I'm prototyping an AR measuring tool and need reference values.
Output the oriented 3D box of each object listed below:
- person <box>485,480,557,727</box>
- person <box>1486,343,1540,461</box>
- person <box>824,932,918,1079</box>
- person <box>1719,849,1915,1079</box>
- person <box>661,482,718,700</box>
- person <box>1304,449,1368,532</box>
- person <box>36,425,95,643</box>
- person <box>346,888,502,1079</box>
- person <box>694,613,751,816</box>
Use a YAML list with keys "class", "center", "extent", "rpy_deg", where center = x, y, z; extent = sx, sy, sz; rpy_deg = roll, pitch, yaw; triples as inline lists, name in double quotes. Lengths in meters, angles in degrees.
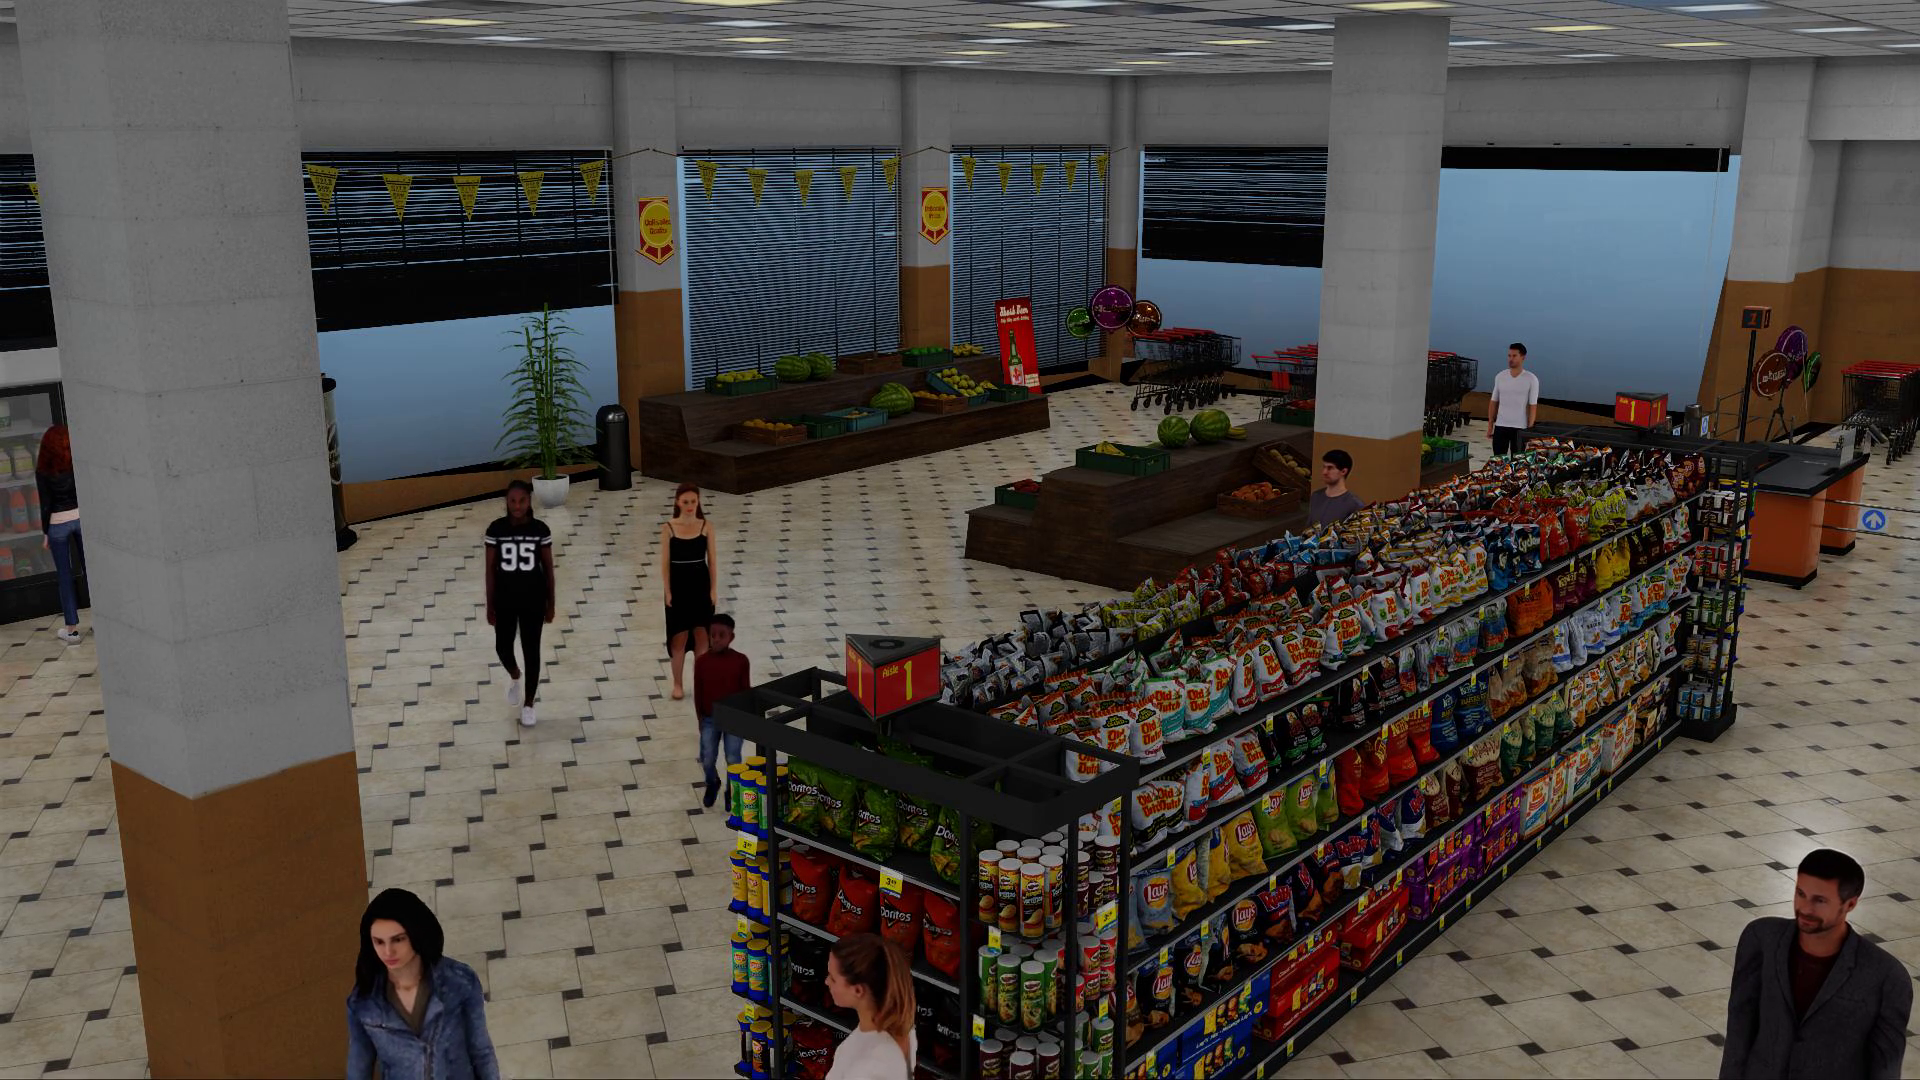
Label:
- class: "person"
  center: [-3.104, 0.424, 11.720]
  extent: [0.858, 1.722, 0.901]
  rpy_deg: [-4, 14, -15]
- class: "person"
  center: [6.099, -1.255, 18.371]
  extent: [0.666, 1.851, 0.526]
  rpy_deg: [11, 18, 39]
- class: "person"
  center: [-0.175, 2.013, 5.188]
  extent: [0.843, 1.714, 0.780]
  rpy_deg: [3, 14, 11]
- class: "person"
  center: [2.738, 1.875, 5.421]
  extent: [0.604, 1.872, 0.708]
  rpy_deg: [-13, 19, -43]
- class: "person"
  center: [-1.987, 0.364, 12.187]
  extent: [0.647, 1.619, 0.721]
  rpy_deg: [-4, 14, -15]
- class: "person"
  center: [2.713, 0.249, 12.164]
  extent: [0.610, 1.854, 0.712]
  rpy_deg: [-11, 17, -37]
- class: "person"
  center: [-7.273, -0.065, 13.599]
  extent: [0.638, 1.787, 0.496]
  rpy_deg: [13, 19, 42]
- class: "person"
  center: [-1.717, 1.920, 5.480]
  extent: [0.770, 1.756, 0.831]
  rpy_deg: [-2, 14, -9]
- class: "person"
  center: [-1.438, 1.043, 10.175]
  extent: [0.602, 1.248, 0.659]
  rpy_deg: [0, 14, -1]
